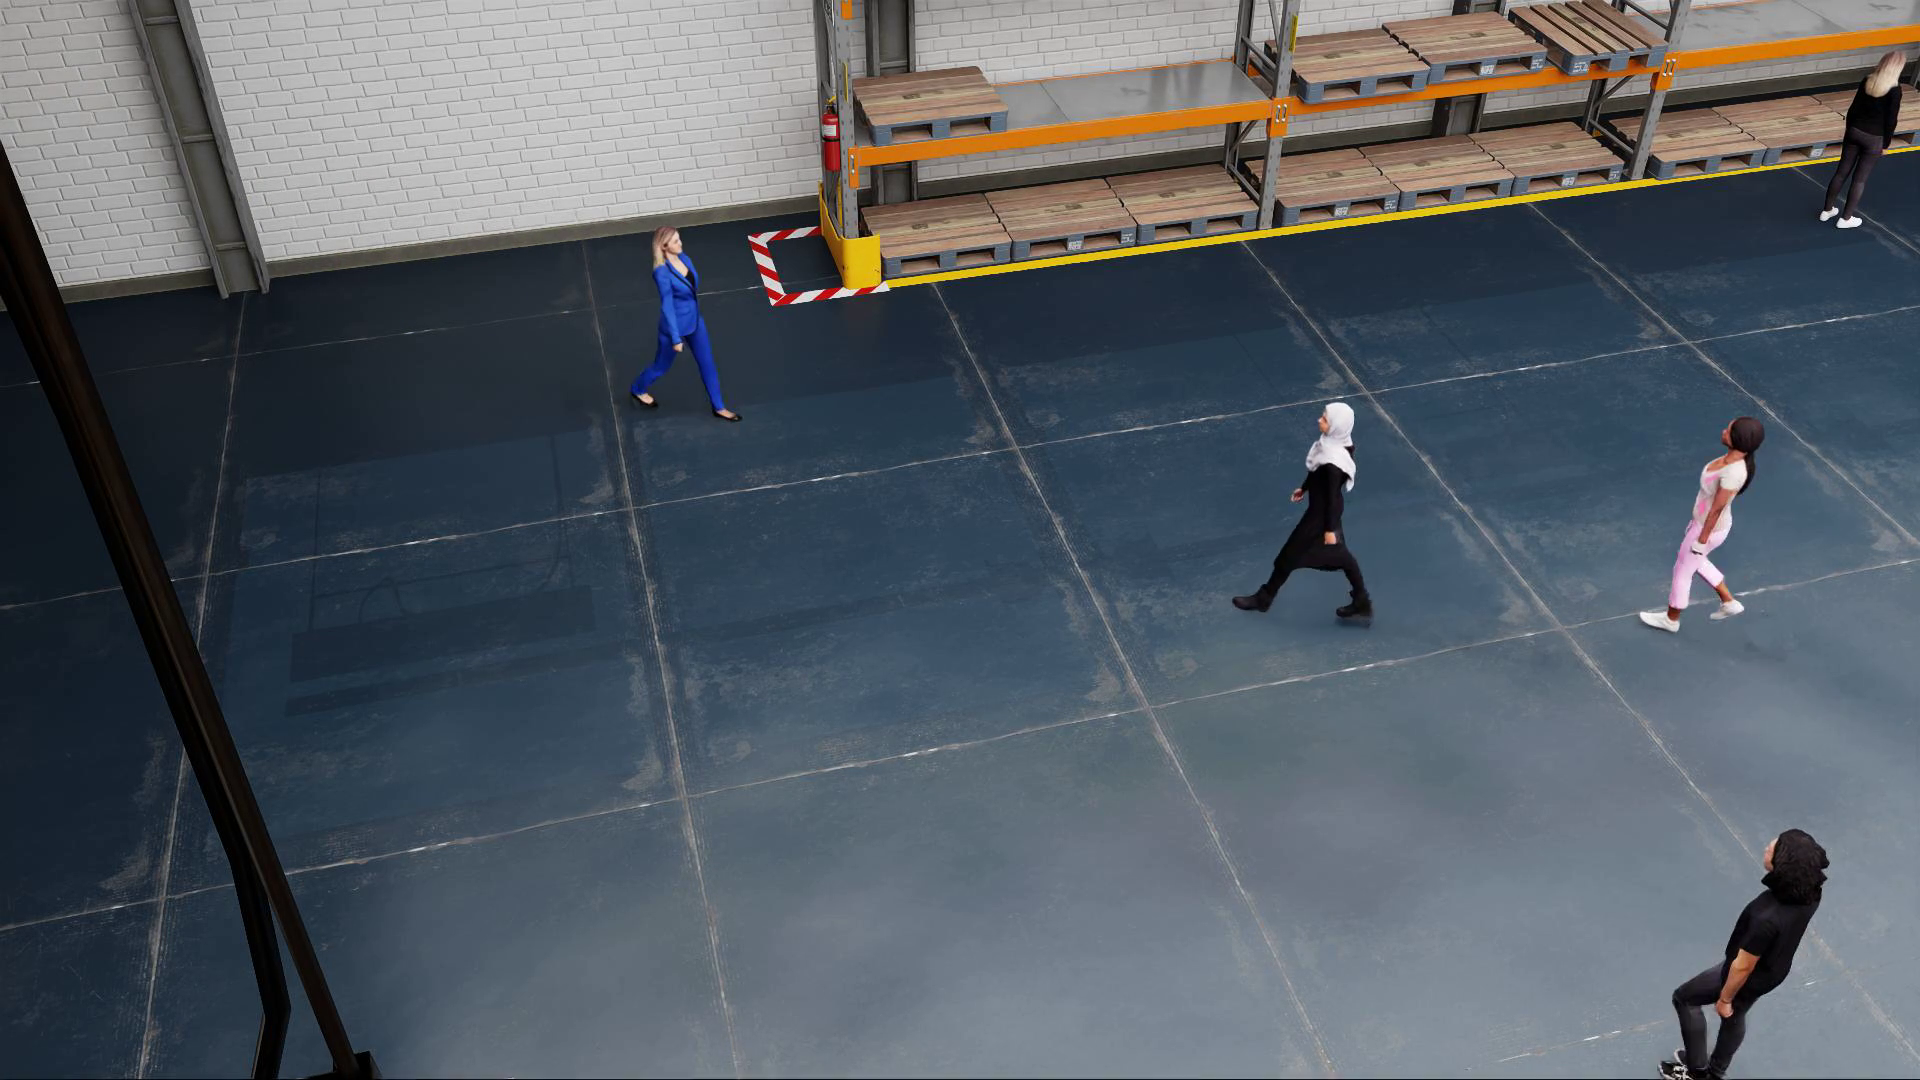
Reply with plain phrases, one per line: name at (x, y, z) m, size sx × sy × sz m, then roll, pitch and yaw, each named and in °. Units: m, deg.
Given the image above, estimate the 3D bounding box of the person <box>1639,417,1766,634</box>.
person at (4.941, -0.046, 10.784) m, size 0.925 × 1.731 × 0.868 m, roll 20°, pitch 43°, yaw 23°

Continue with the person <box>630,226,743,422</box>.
person at (-2.261, -1.635, 12.831) m, size 1.237 × 1.661 × 1.046 m, roll 12°, pitch 40°, yaw 14°

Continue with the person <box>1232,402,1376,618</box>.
person at (2.470, -0.138, 10.900) m, size 1.248 × 1.731 × 1.013 m, roll 10°, pitch 40°, yaw 12°

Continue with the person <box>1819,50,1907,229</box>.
person at (8.387, -3.719, 15.420) m, size 0.613 × 1.686 × 0.666 m, roll -19°, pitch 42°, yaw -22°

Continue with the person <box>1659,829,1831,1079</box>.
person at (3.871, 2.107, 8.016) m, size 0.636 × 1.821 × 0.786 m, roll -22°, pitch 43°, yaw -25°
